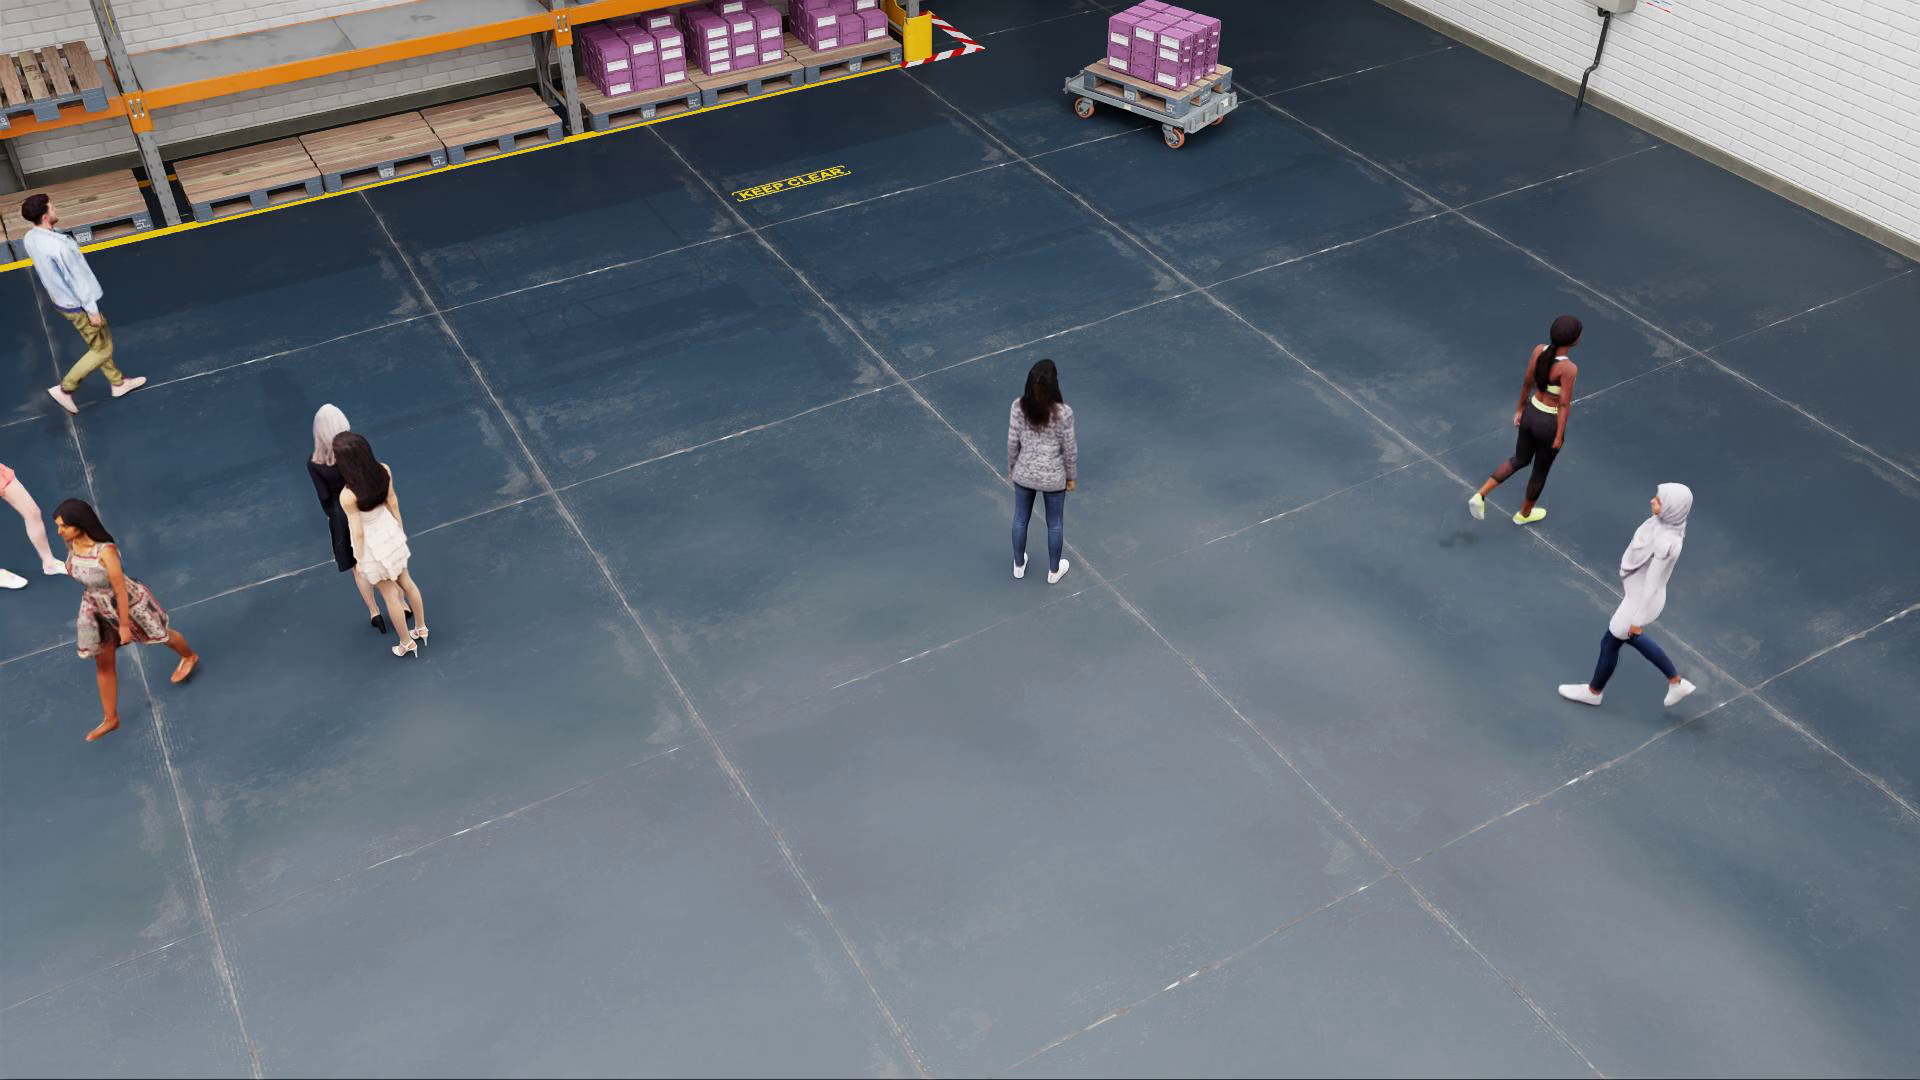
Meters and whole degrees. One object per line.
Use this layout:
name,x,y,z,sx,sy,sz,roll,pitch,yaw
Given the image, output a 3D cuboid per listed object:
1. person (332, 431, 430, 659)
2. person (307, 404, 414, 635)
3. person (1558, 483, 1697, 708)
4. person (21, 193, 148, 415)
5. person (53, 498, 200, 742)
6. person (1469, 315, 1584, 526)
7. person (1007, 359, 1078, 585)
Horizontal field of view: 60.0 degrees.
person,-3.667,0.046,10.558,0.718,1.737,0.628,18,42,21
person,-3.886,-0.128,10.768,0.567,1.748,0.704,-11,40,-14
person,4.225,0.386,10.115,1.010,1.759,1.034,17,42,20
person,-6.864,-1.780,12.798,0.886,1.796,1.097,28,46,30
person,-5.117,0.378,10.254,1.059,1.598,1.177,14,41,16
person,3.978,-0.774,11.584,0.927,1.739,0.613,-16,41,-19
person,0.536,-0.461,11.198,0.686,1.731,0.740,10,40,13
